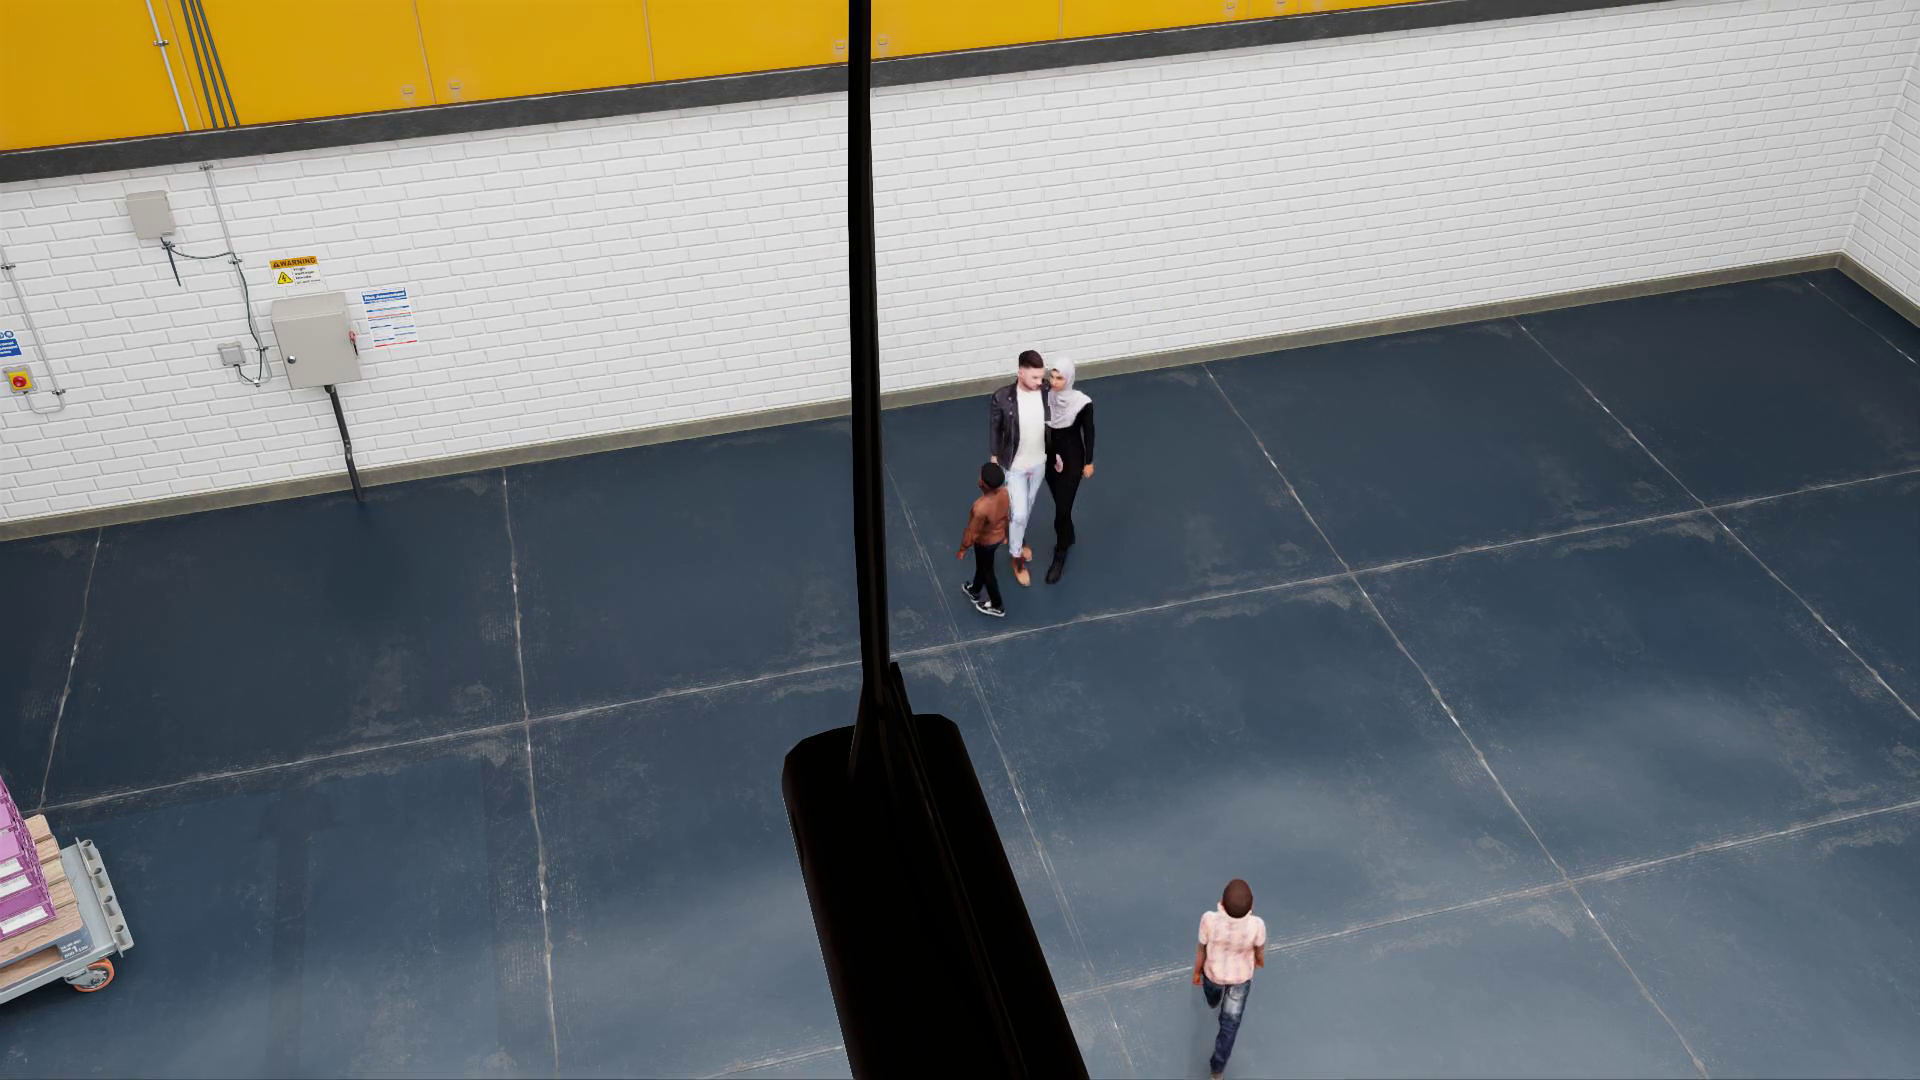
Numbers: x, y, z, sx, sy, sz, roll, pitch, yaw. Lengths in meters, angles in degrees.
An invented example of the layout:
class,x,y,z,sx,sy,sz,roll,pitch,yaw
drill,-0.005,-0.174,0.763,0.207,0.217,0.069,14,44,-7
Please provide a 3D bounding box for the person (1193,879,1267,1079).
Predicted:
class,x,y,z,sx,sy,sz,roll,pitch,yaw
person,1.392,2.289,8.652,0.786,1.272,0.978,8,39,10

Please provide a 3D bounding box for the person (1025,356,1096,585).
class,x,y,z,sx,sy,sz,roll,pitch,yaw
person,0.765,-0.604,11.887,0.870,1.756,0.924,22,43,25

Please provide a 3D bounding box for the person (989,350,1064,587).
class,x,y,z,sx,sy,sz,roll,pitch,yaw
person,0.436,-0.626,11.872,0.700,1.809,0.819,-14,41,-16

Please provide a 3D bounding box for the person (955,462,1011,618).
class,x,y,z,sx,sy,sz,roll,pitch,yaw
person,0.235,0.017,11.527,0.784,1.235,0.720,21,43,25
